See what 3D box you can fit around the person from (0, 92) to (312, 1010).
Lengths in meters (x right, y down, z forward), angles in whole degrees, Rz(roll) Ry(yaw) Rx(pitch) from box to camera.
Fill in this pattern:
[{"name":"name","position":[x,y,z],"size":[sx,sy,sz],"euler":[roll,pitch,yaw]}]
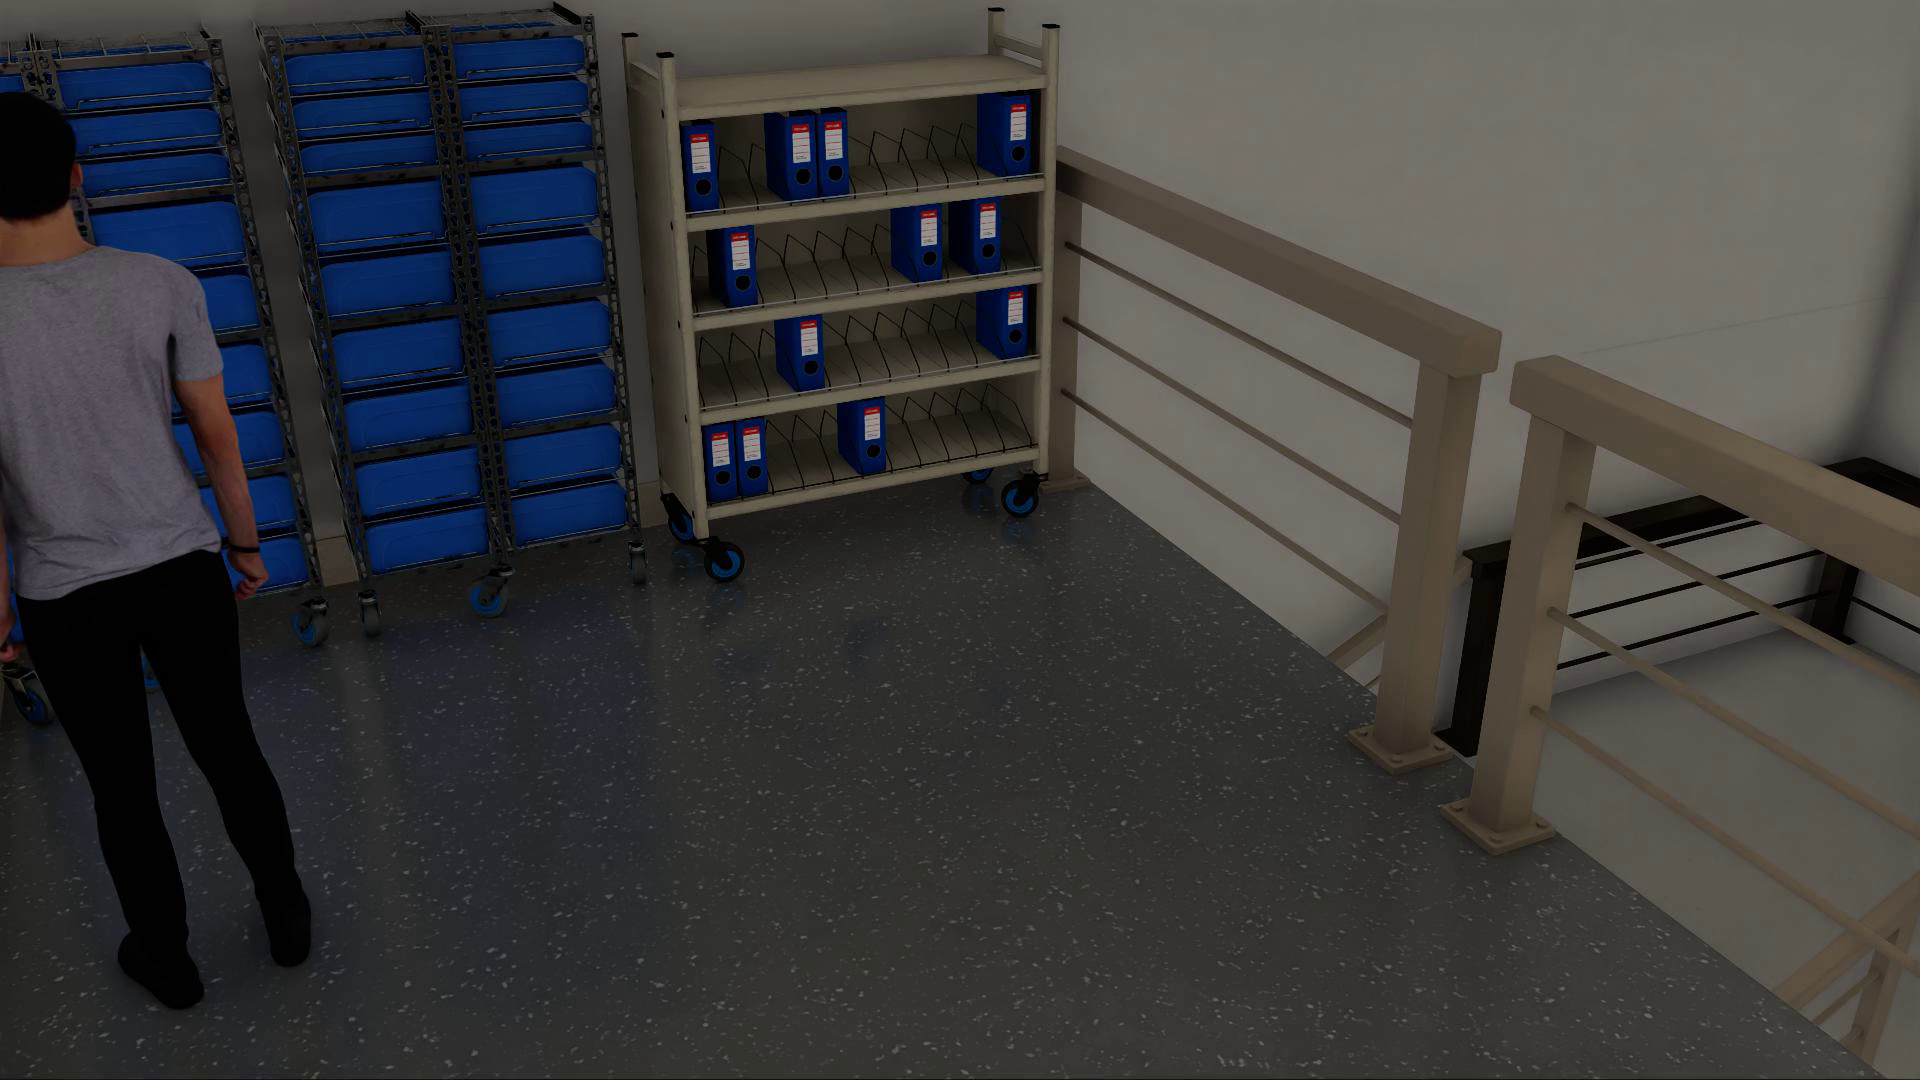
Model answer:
[{"name":"person","position":[-1.629,0.082,3.238],"size":[0.547,1.863,0.776],"euler":[-18,31,-33]}]
